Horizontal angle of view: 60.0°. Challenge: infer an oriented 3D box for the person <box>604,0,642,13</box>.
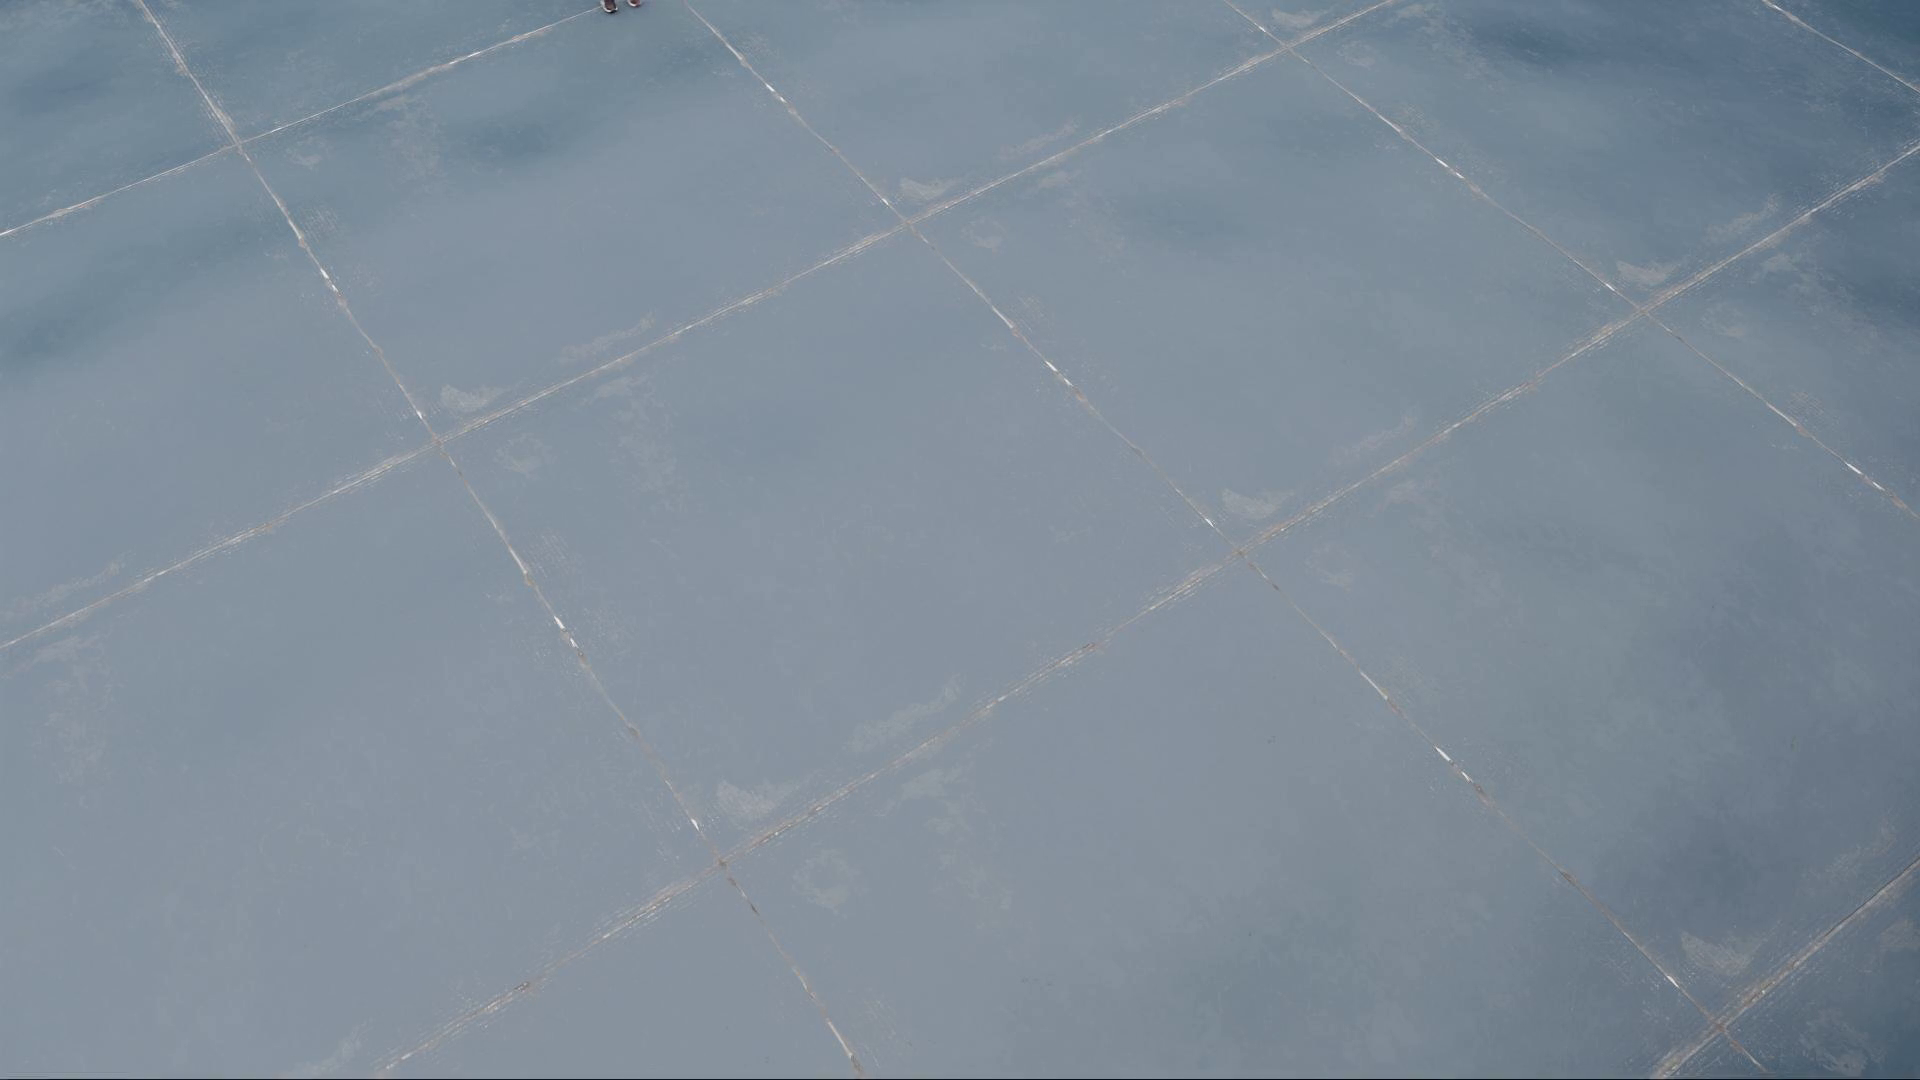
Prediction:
[{"bbox_3d":[-2.281,-3.970,10.784,0.448,1.112,0.482,-25,56,-18],"label":"person"}]
